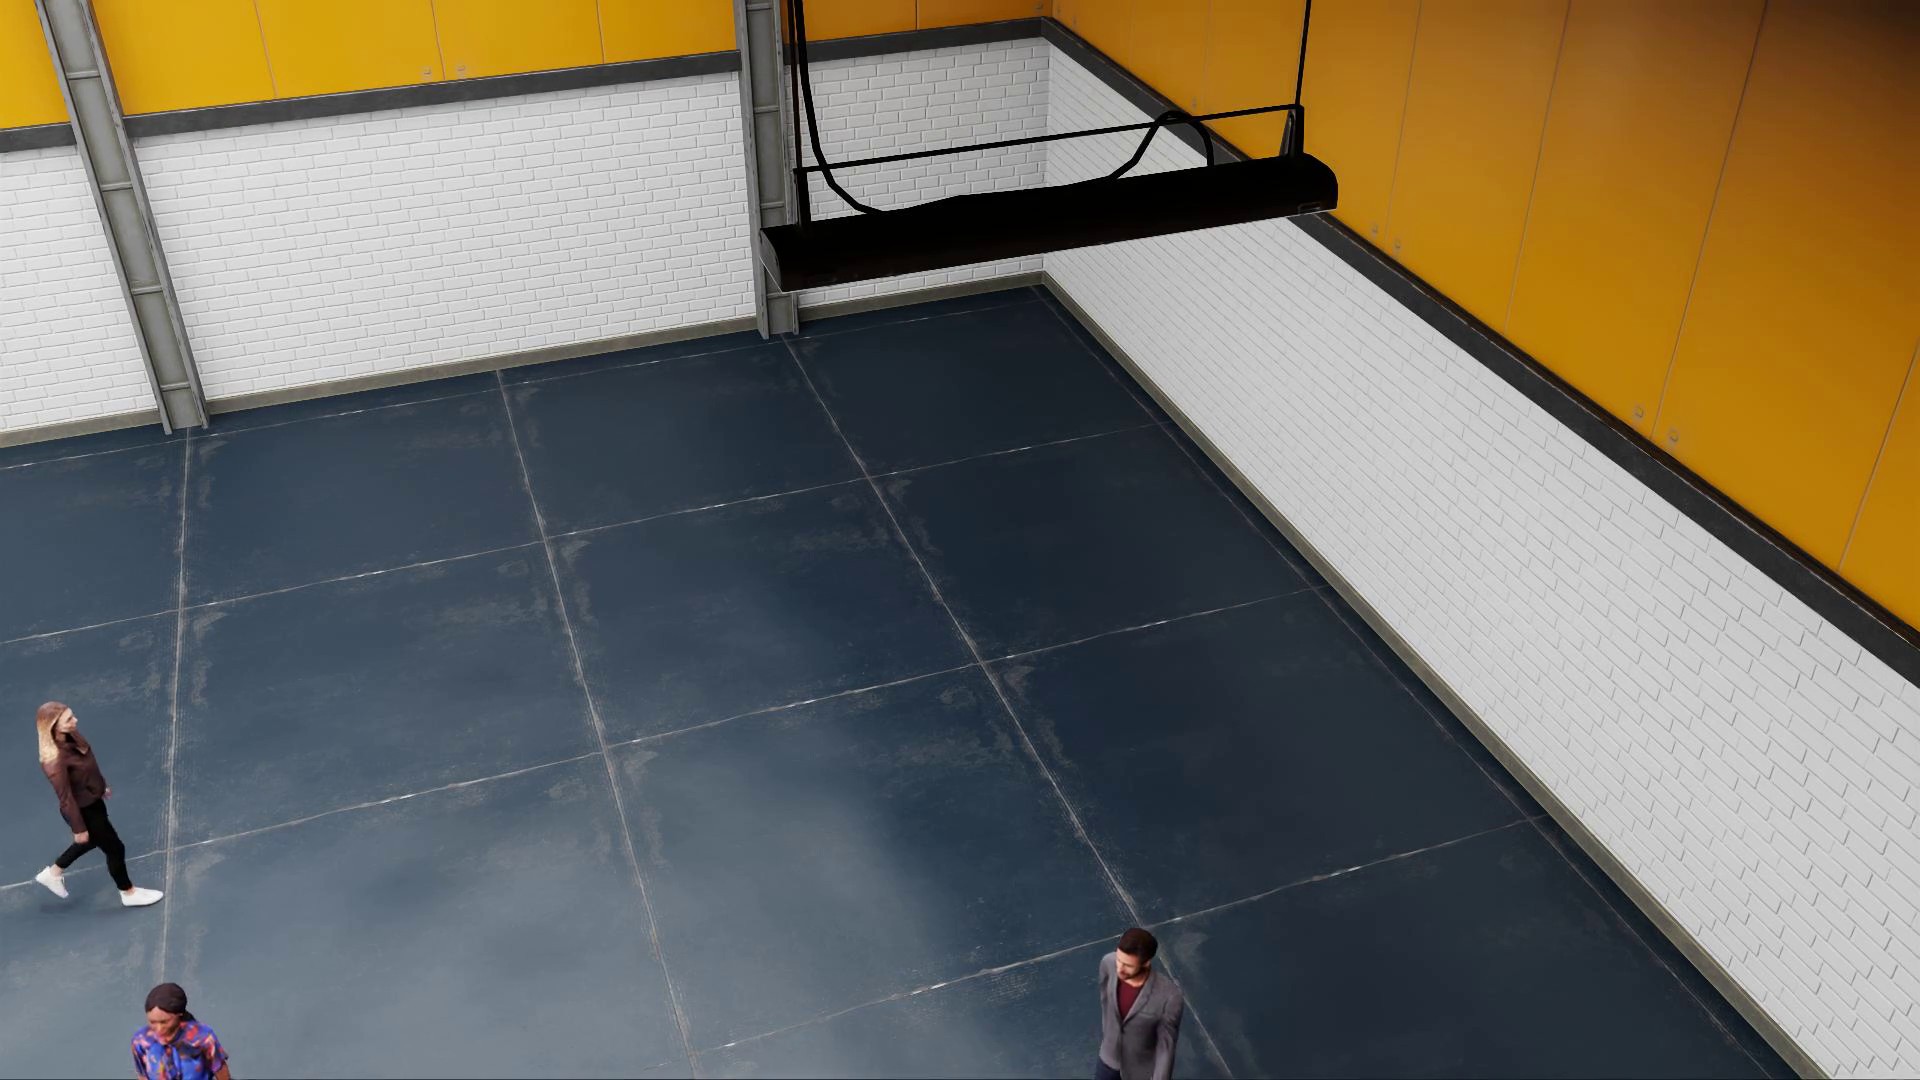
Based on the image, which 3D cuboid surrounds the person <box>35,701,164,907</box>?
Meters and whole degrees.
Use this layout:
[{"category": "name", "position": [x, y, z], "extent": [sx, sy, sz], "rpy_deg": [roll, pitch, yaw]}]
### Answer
[{"category": "person", "position": [-5.652, 1.706, 10.586], "extent": [0.961, 1.682, 0.655], "rpy_deg": [-8, 34, -12]}]

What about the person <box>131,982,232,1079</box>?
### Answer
[{"category": "person", "position": [-3.998, 2.914, 8.730], "extent": [0.947, 1.726, 0.804], "rpy_deg": [-4, 34, -6]}]

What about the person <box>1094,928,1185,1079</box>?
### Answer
[{"category": "person", "position": [0.986, 2.739, 8.893], "extent": [1.114, 1.837, 1.291], "rpy_deg": [22, 39, 29]}]
